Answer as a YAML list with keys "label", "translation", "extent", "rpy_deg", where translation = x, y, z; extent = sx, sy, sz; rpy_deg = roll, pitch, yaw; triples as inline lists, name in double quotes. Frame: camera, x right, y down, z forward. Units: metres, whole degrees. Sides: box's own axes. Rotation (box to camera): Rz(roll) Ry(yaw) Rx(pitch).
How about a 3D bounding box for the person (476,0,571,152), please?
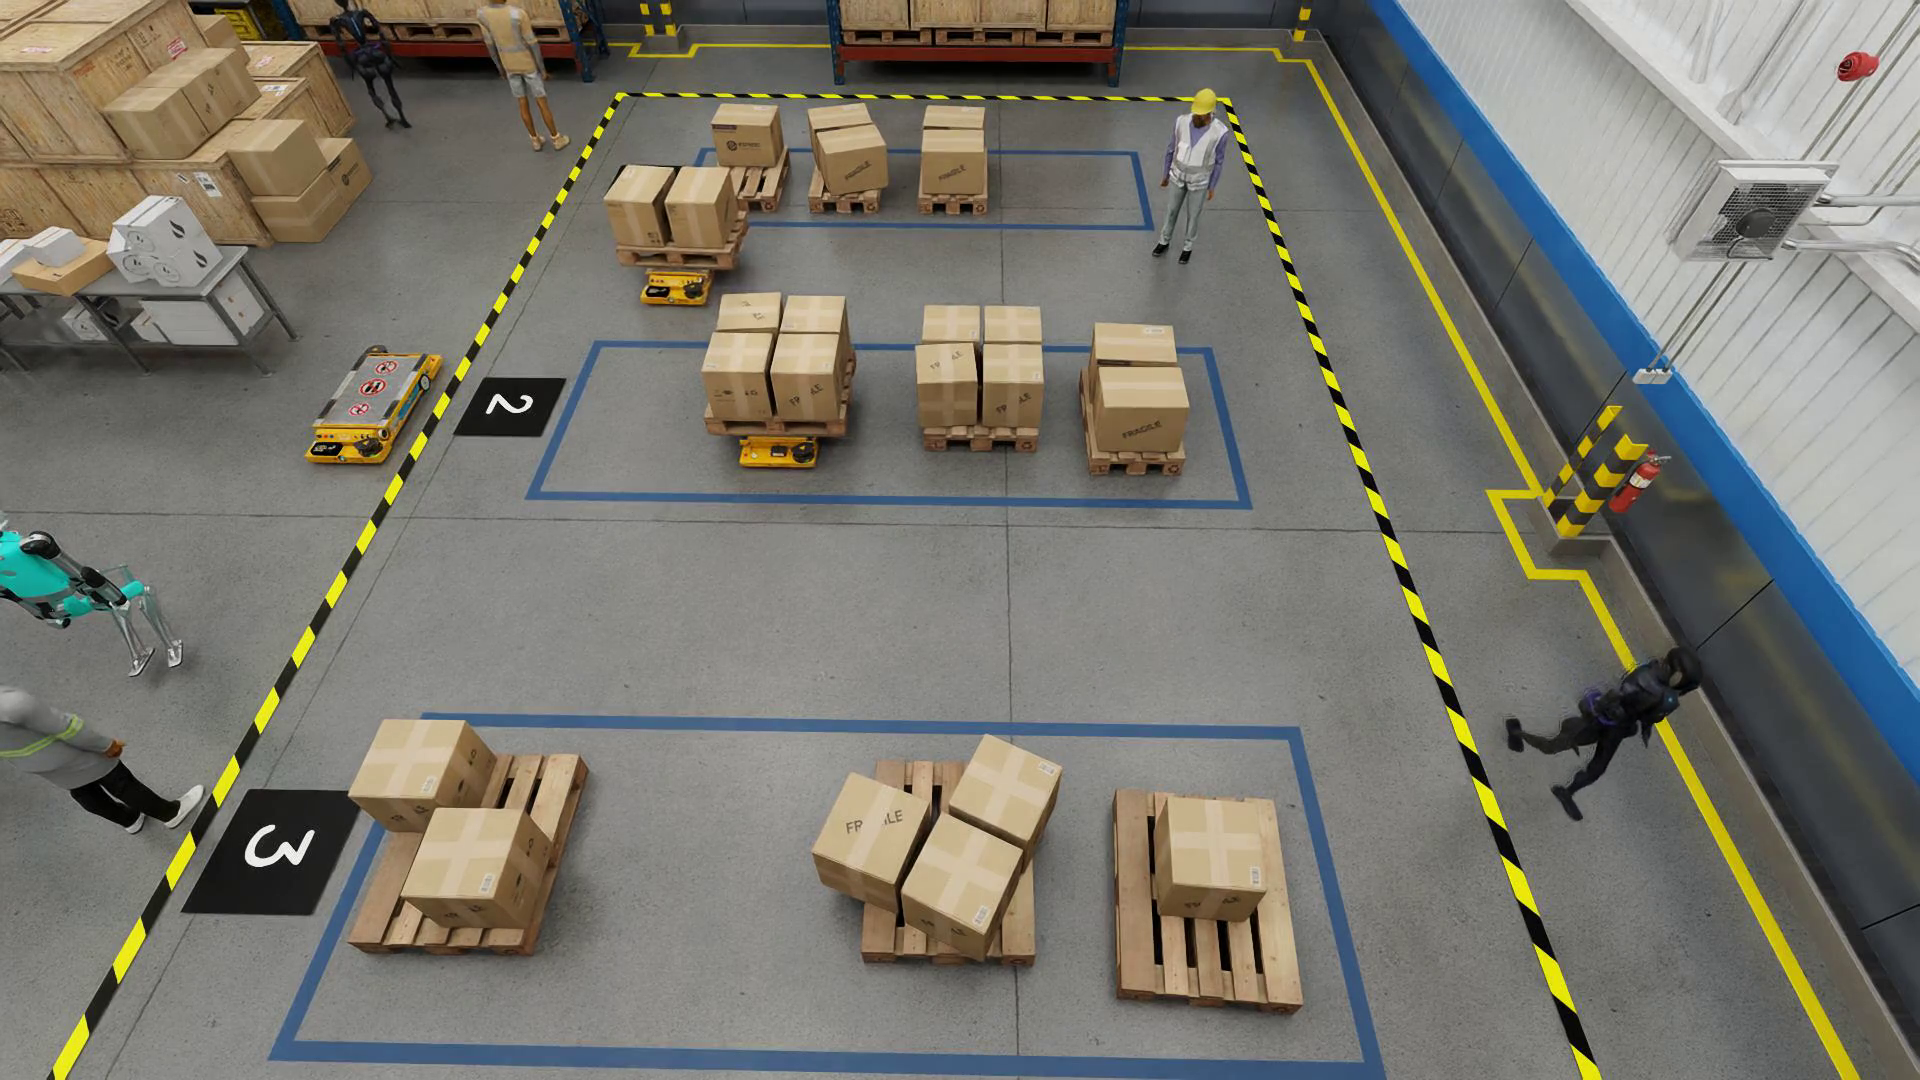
- label: "person"
  translation: [-5.300, -5.737, 11.069]
  extent: [0.607, 2.030, 0.406]
  rpy_deg: [2, 50, 1]

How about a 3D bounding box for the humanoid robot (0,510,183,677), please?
- label: "humanoid robot"
  translation: [-5.829, 0.262, 6.095]
  extent: [0.533, 1.677, 0.735]
  rpy_deg: [-12, 51, -10]

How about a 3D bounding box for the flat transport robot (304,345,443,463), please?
- label: "flat transport robot"
  translation: [-5.383, -1.269, 8.441]
  extent: [0.659, 0.231, 1.431]
  rpy_deg: [1, 50, 1]

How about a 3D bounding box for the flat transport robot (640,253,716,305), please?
- label: "flat transport robot"
  translation: [-2.954, -3.060, 9.938]
  extent: [0.652, 0.197, 1.431]
  rpy_deg: [3, 50, 2]

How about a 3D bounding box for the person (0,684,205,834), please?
- label: "person"
  translation: [-5.241, 1.188, 5.325]
  extent: [0.587, 1.851, 0.392]
  rpy_deg: [-4, 50, -3]

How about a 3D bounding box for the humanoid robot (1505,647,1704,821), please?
- label: "humanoid robot"
  translation: [3.913, 1.053, 5.573]
  extent: [0.608, 1.635, 0.685]
  rpy_deg: [-7, 50, -6]

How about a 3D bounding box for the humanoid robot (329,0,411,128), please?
- label: "humanoid robot"
  translation: [-7.442, -6.058, 11.569]
  extent: [0.614, 1.646, 0.366]
  rpy_deg: [-35, 58, -26]

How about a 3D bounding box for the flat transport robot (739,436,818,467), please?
- label: "flat transport robot"
  translation: [-1.582, -1.235, 8.394]
  extent: [0.652, 0.197, 1.431]
  rpy_deg: [1, 50, 1]

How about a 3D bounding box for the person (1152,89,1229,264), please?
- label: "person"
  translation: [2.384, -3.756, 9.522]
  extent: [0.598, 1.827, 0.404]
  rpy_deg: [23, 54, 19]
